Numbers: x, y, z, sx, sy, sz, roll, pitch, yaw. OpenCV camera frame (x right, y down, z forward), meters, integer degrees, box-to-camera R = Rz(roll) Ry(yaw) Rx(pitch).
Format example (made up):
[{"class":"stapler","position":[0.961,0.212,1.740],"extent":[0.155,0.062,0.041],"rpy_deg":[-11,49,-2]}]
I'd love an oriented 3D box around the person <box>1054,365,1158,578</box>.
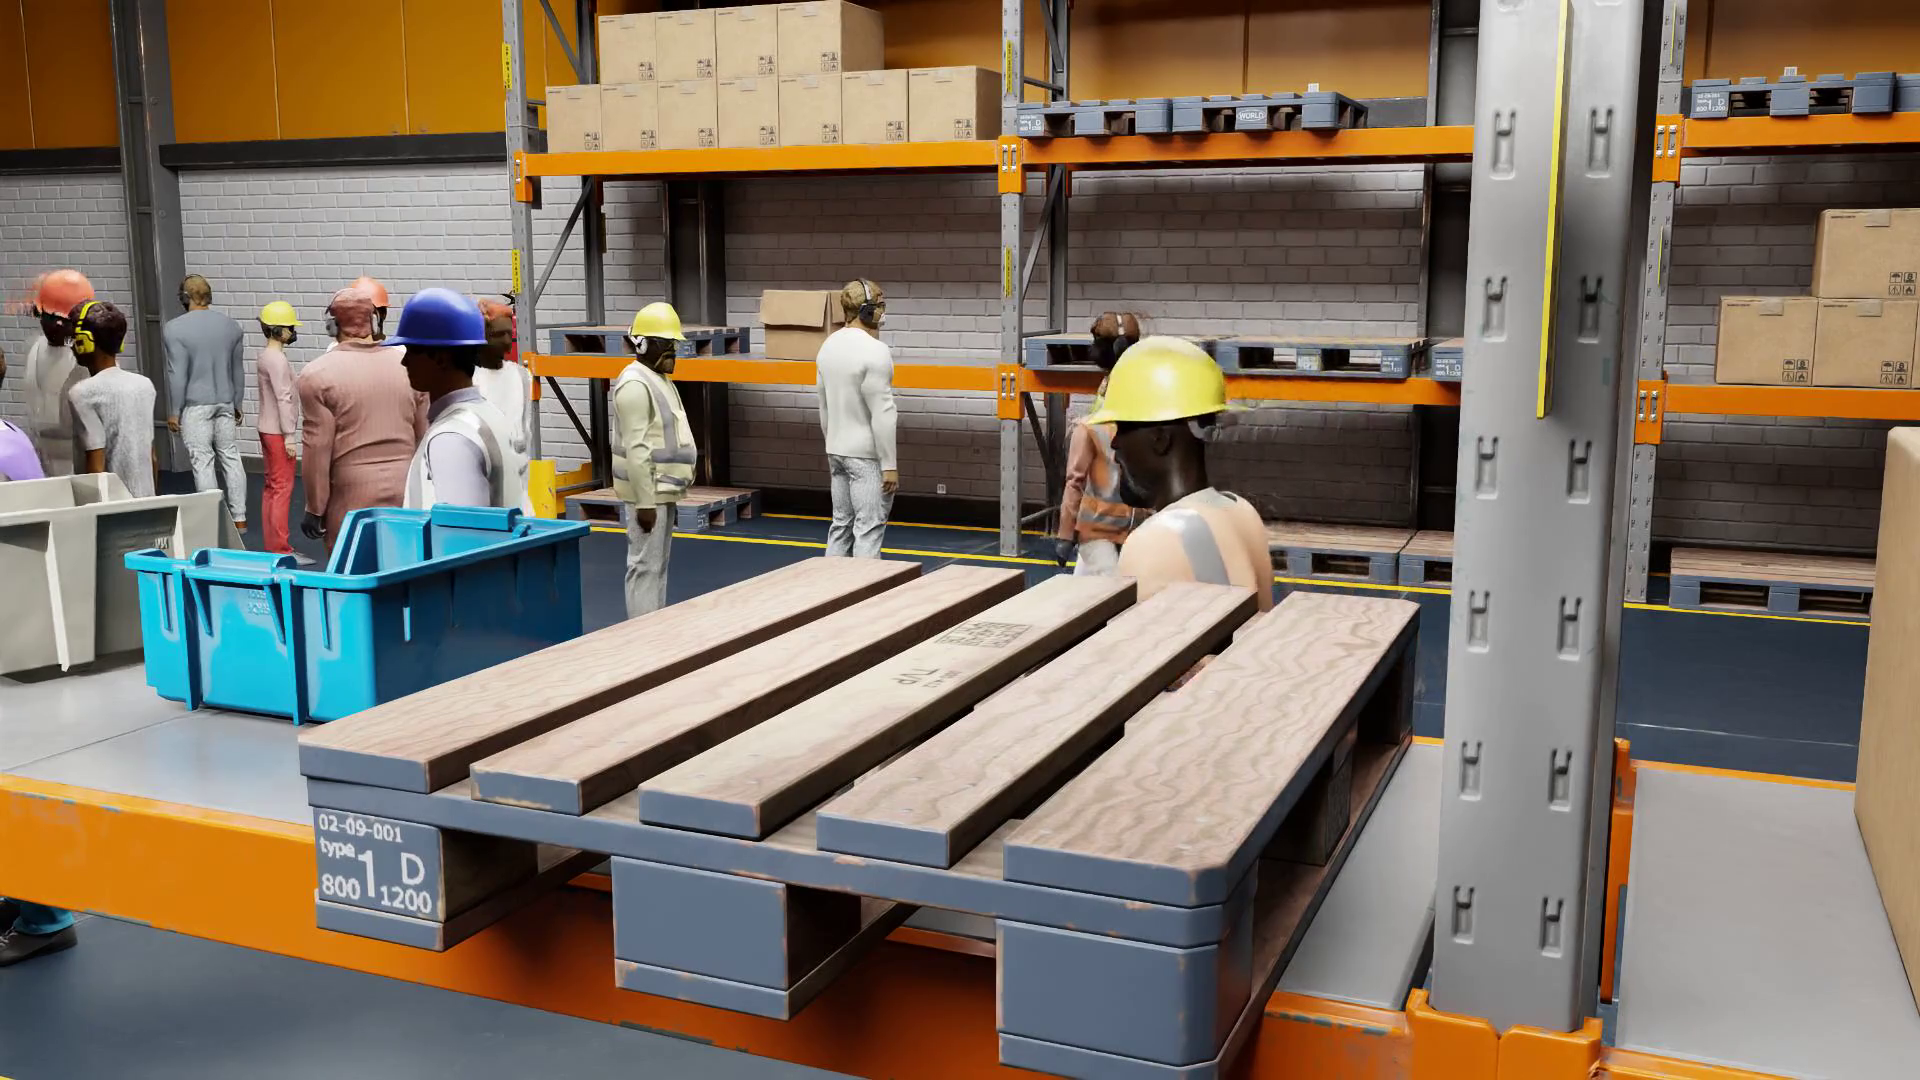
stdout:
[{"class":"person","position":[0.713,0.014,7.276],"extent":[0.543,1.614,0.515],"rpy_deg":[-9,13,-44]}]

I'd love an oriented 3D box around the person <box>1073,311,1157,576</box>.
[{"class":"person","position":[0.791,-0.235,8.254],"extent":[0.978,1.793,0.640],"rpy_deg":[1,10,4]}]

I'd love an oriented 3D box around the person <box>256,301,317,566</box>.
[{"class":"person","position":[-4.529,-0.709,11.141],"extent":[0.326,1.767,0.533],"rpy_deg":[-6,11,-33]}]

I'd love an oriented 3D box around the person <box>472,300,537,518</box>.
[{"class":"person","position":[-2.205,-0.229,8.047],"extent":[1.023,1.829,0.568],"rpy_deg":[8,12,38]}]

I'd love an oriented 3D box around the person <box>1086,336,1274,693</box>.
[{"class":"person","position":[0.418,0.524,3.450],"extent":[1.005,1.871,0.608],"rpy_deg":[4,10,22]}]

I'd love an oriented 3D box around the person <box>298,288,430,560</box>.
[{"class":"person","position":[-2.759,-0.204,7.702],"extent":[0.401,1.904,0.648],"rpy_deg":[8,12,38]}]

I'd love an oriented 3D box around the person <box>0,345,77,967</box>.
[{"class":"person","position":[-2.781,0.304,4.832],"extent":[0.390,1.846,0.564],"rpy_deg":[-6,11,-32]}]

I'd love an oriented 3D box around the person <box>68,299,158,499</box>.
[{"class":"person","position":[-3.552,-0.067,6.987],"extent":[0.312,1.869,0.538],"rpy_deg":[1,10,6]}]

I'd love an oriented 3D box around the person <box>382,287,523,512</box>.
[{"class":"person","position":[-1.493,0.224,5.007],"extent":[0.389,1.949,0.604],"rpy_deg":[-2,10,-9]}]

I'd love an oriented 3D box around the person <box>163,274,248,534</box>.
[{"class":"person","position":[-5.541,-0.978,12.238],"extent":[0.354,1.936,0.635],"rpy_deg":[5,11,28]}]

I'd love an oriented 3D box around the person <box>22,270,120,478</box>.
[{"class":"person","position":[-4.310,-0.293,8.014],"extent":[0.752,1.994,0.393],"rpy_deg":[6,11,31]}]

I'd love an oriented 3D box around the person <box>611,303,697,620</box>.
[{"class":"person","position":[-1.487,-0.240,8.148],"extent":[0.404,1.828,0.591],"rpy_deg":[0,9,2]}]

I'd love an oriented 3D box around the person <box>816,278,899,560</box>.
[{"class":"person","position":[-0.531,-0.432,8.964],"extent":[0.368,1.940,0.632],"rpy_deg":[-7,12,-36]}]

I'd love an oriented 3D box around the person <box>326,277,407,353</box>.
[{"class":"person","position":[-3.347,-0.528,9.541],"extent":[0.543,1.939,0.361],"rpy_deg":[-2,10,-11]}]
